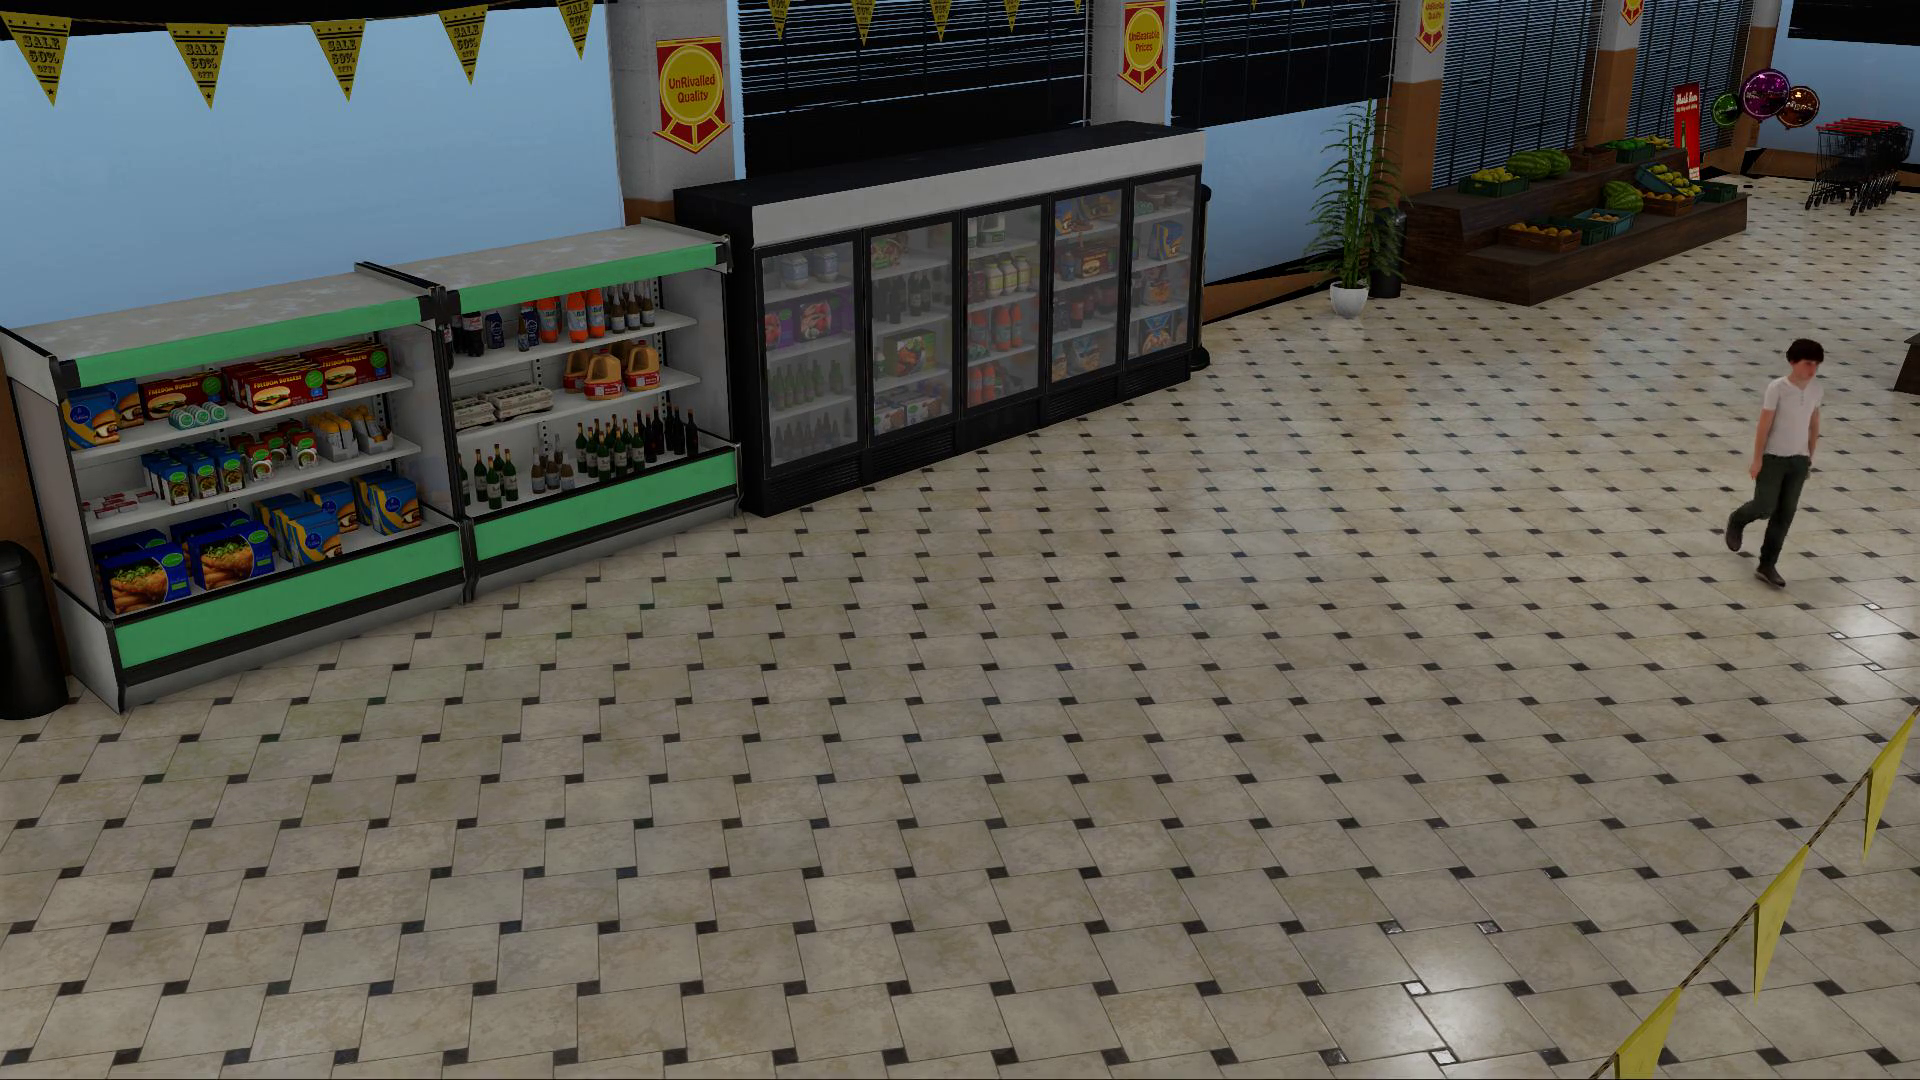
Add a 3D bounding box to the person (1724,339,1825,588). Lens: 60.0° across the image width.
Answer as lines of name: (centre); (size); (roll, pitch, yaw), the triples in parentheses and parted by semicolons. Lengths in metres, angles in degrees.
person: (5.401, -0.544, 11.021); (0.927, 1.644, 0.940); (-3, 22, -8)
